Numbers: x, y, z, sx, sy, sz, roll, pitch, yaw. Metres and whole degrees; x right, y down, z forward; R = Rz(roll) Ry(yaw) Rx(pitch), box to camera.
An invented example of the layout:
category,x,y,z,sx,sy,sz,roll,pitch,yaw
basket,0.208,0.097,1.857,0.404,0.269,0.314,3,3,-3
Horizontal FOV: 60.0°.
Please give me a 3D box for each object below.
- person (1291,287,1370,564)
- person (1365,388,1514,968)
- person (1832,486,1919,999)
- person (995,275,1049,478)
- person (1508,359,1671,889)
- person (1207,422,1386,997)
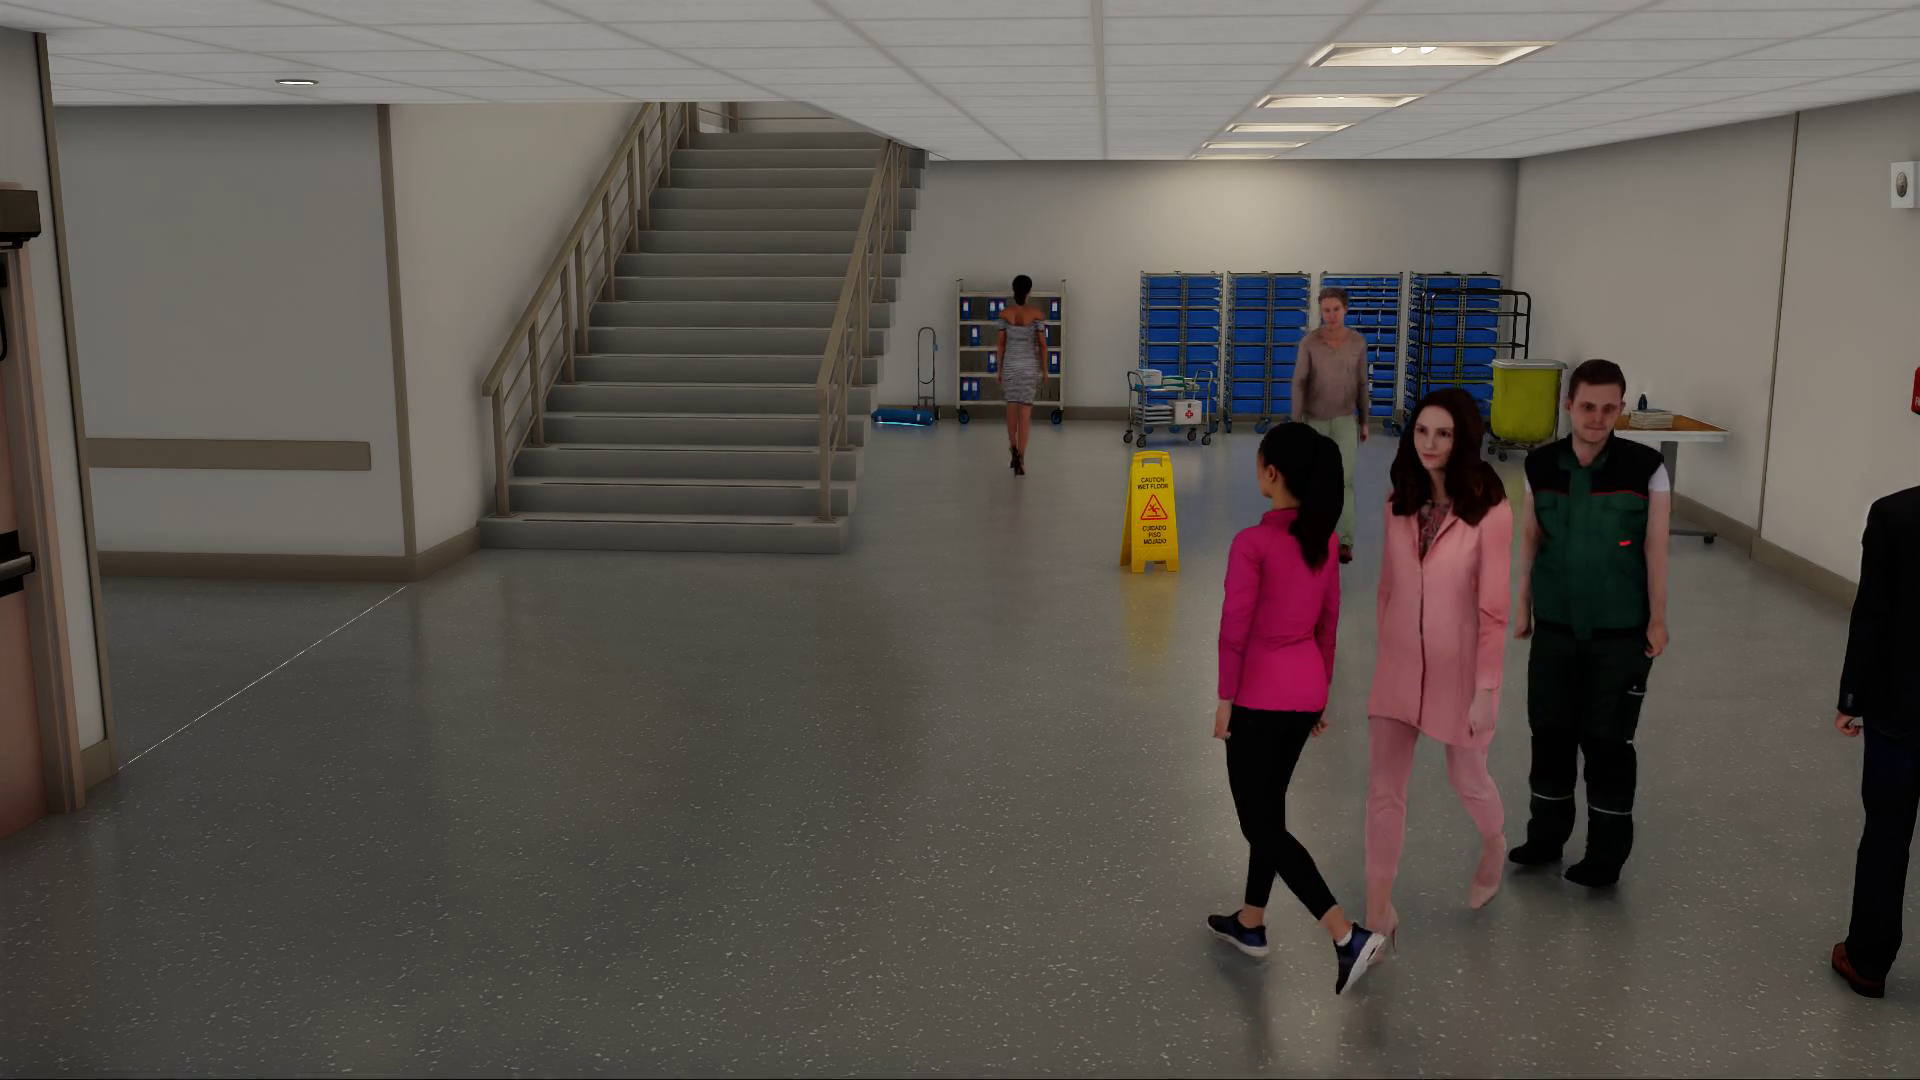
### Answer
category,x,y,z,sx,sy,sz,roll,pitch,yaw
person,2.470,-0.774,11.263,0.751,1.837,1.283,-1,11,-3
person,1.539,0.426,5.163,1.033,1.753,1.183,9,14,40
person,2.843,0.465,4.830,0.757,1.800,0.695,4,12,22
person,0.521,-1.467,14.995,0.668,1.807,0.670,3,11,15
person,2.212,0.282,5.715,0.868,1.830,0.834,-9,14,-39
person,0.992,0.514,4.895,0.980,1.680,1.087,-8,13,-35
